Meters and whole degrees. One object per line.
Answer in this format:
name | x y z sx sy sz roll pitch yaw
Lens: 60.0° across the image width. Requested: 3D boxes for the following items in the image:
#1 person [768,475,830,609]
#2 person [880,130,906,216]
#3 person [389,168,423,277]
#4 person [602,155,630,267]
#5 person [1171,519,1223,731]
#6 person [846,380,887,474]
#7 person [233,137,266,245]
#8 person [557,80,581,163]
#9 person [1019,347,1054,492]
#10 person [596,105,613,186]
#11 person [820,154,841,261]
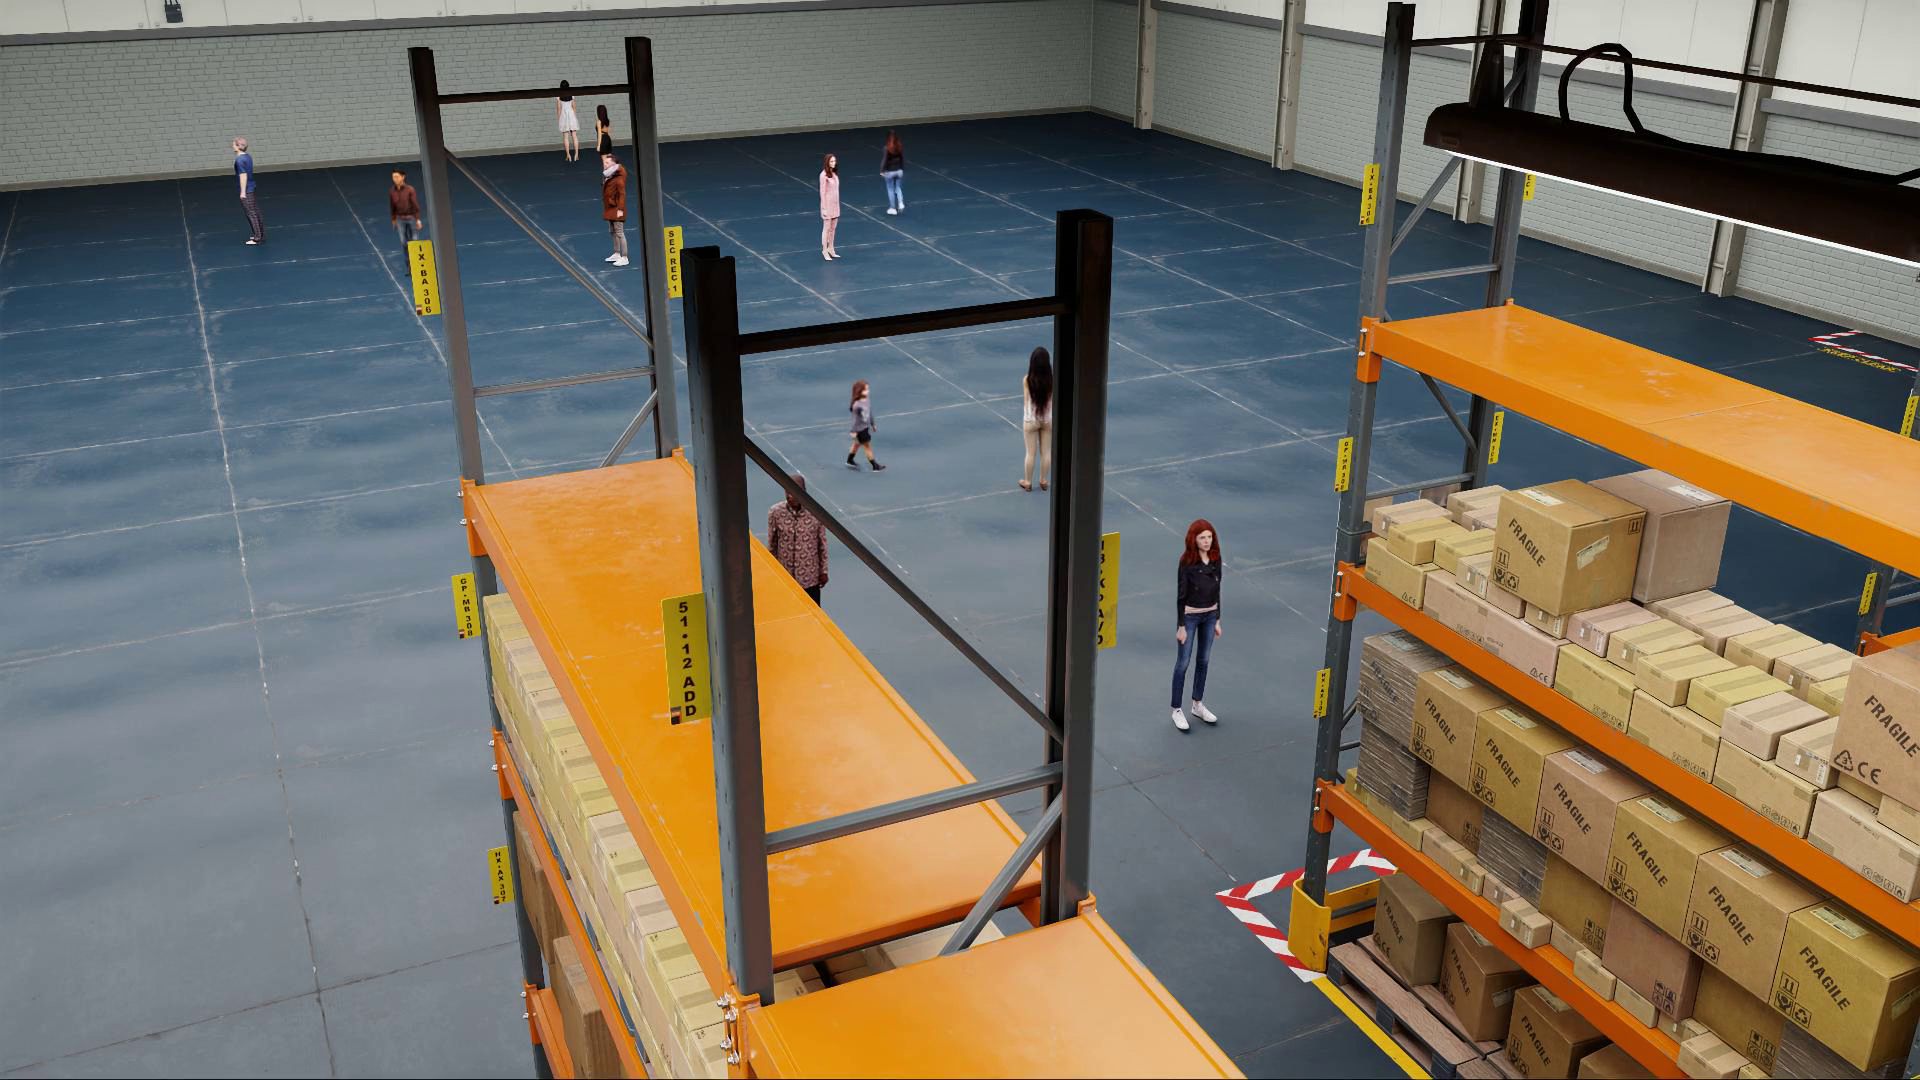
person | -1.402 0.274 14.453 0.764 1.807 0.741 -1 23 -2
person | -1.233 -7.039 31.880 0.720 1.626 0.690 -17 28 -34
person | -9.150 -5.289 27.588 0.865 1.766 0.966 1 23 2
person | -5.850 -5.612 28.254 0.810 1.839 0.692 -15 27 -31
person | 1.929 0.671 13.545 0.561 1.787 0.531 -11 25 -24
person | -1.171 -1.314 19.117 0.844 1.080 0.746 11 26 25
person | -12.713 -6.244 29.700 0.796 1.871 0.636 -1 23 -2
person | -8.773 -9.387 37.215 0.633 1.774 0.614 -10 25 -22
person | 0.874 -1.329 18.421 0.618 1.652 0.568 -10 25 -23
person | -7.396 -8.238 34.670 0.668 1.650 0.627 10 25 23
person | -2.237 -5.732 28.586 0.712 1.801 0.697 13 26 28
